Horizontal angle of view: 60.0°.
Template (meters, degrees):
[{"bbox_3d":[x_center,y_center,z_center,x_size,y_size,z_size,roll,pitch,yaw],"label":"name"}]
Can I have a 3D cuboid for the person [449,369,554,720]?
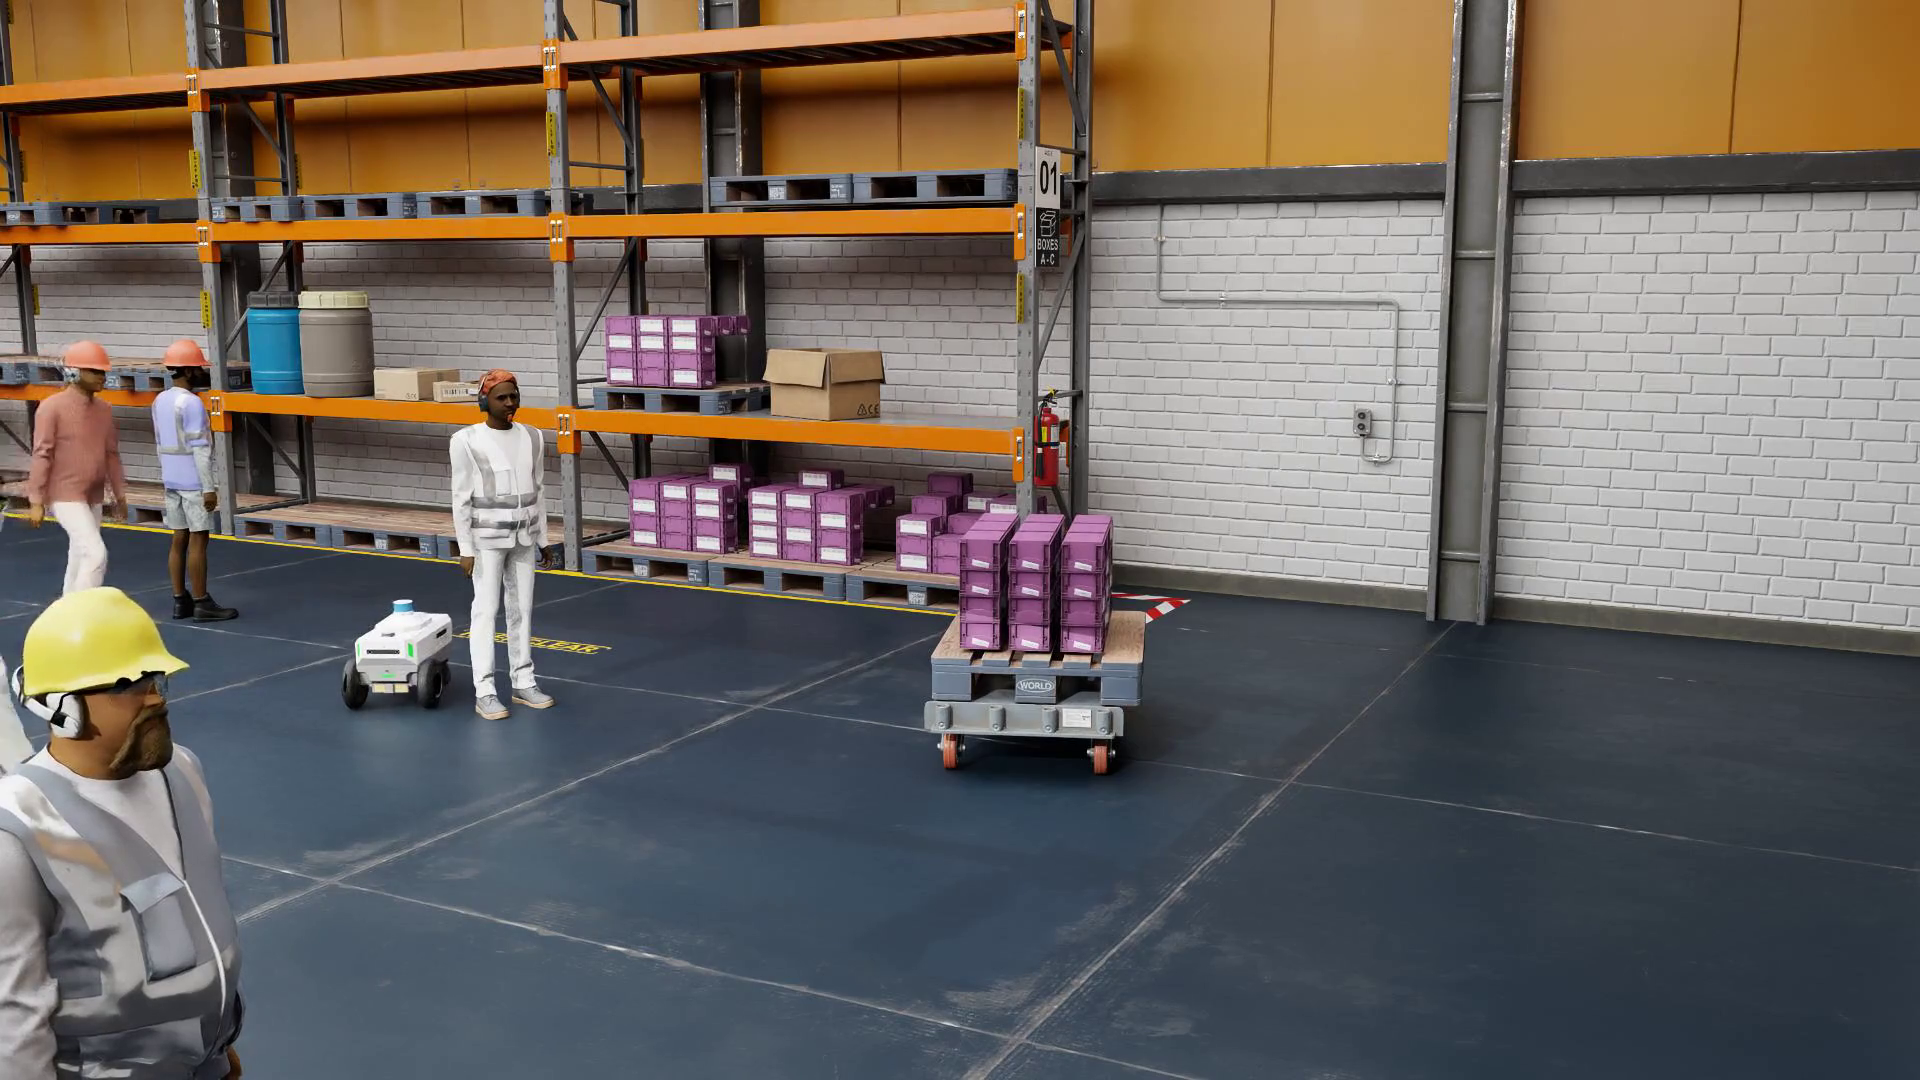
[{"bbox_3d":[-2.473,0.017,9.031,0.353,1.883,0.577,8,12,39],"label":"person"}]

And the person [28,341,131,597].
[{"bbox_3d":[-5.484,-0.262,10.480,0.679,1.961,0.637,1,9,9],"label":"person"}]

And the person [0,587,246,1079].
[{"bbox_3d":[-1.565,0.994,3.144,0.404,1.837,0.590,1,9,7],"label":"person"}]

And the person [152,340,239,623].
[{"bbox_3d":[-5.277,-0.400,11.429,0.542,1.939,0.363,7,12,37],"label":"person"}]

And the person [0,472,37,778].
[{"bbox_3d":[-3.148,0.669,5.095,1.007,1.871,0.773,-6,11,-35],"label":"person"}]

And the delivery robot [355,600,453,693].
[{"bbox_3d":[-3.119,0.579,9.356,0.477,0.478,0.707,0,9,1],"label":"delivery robot"}]
